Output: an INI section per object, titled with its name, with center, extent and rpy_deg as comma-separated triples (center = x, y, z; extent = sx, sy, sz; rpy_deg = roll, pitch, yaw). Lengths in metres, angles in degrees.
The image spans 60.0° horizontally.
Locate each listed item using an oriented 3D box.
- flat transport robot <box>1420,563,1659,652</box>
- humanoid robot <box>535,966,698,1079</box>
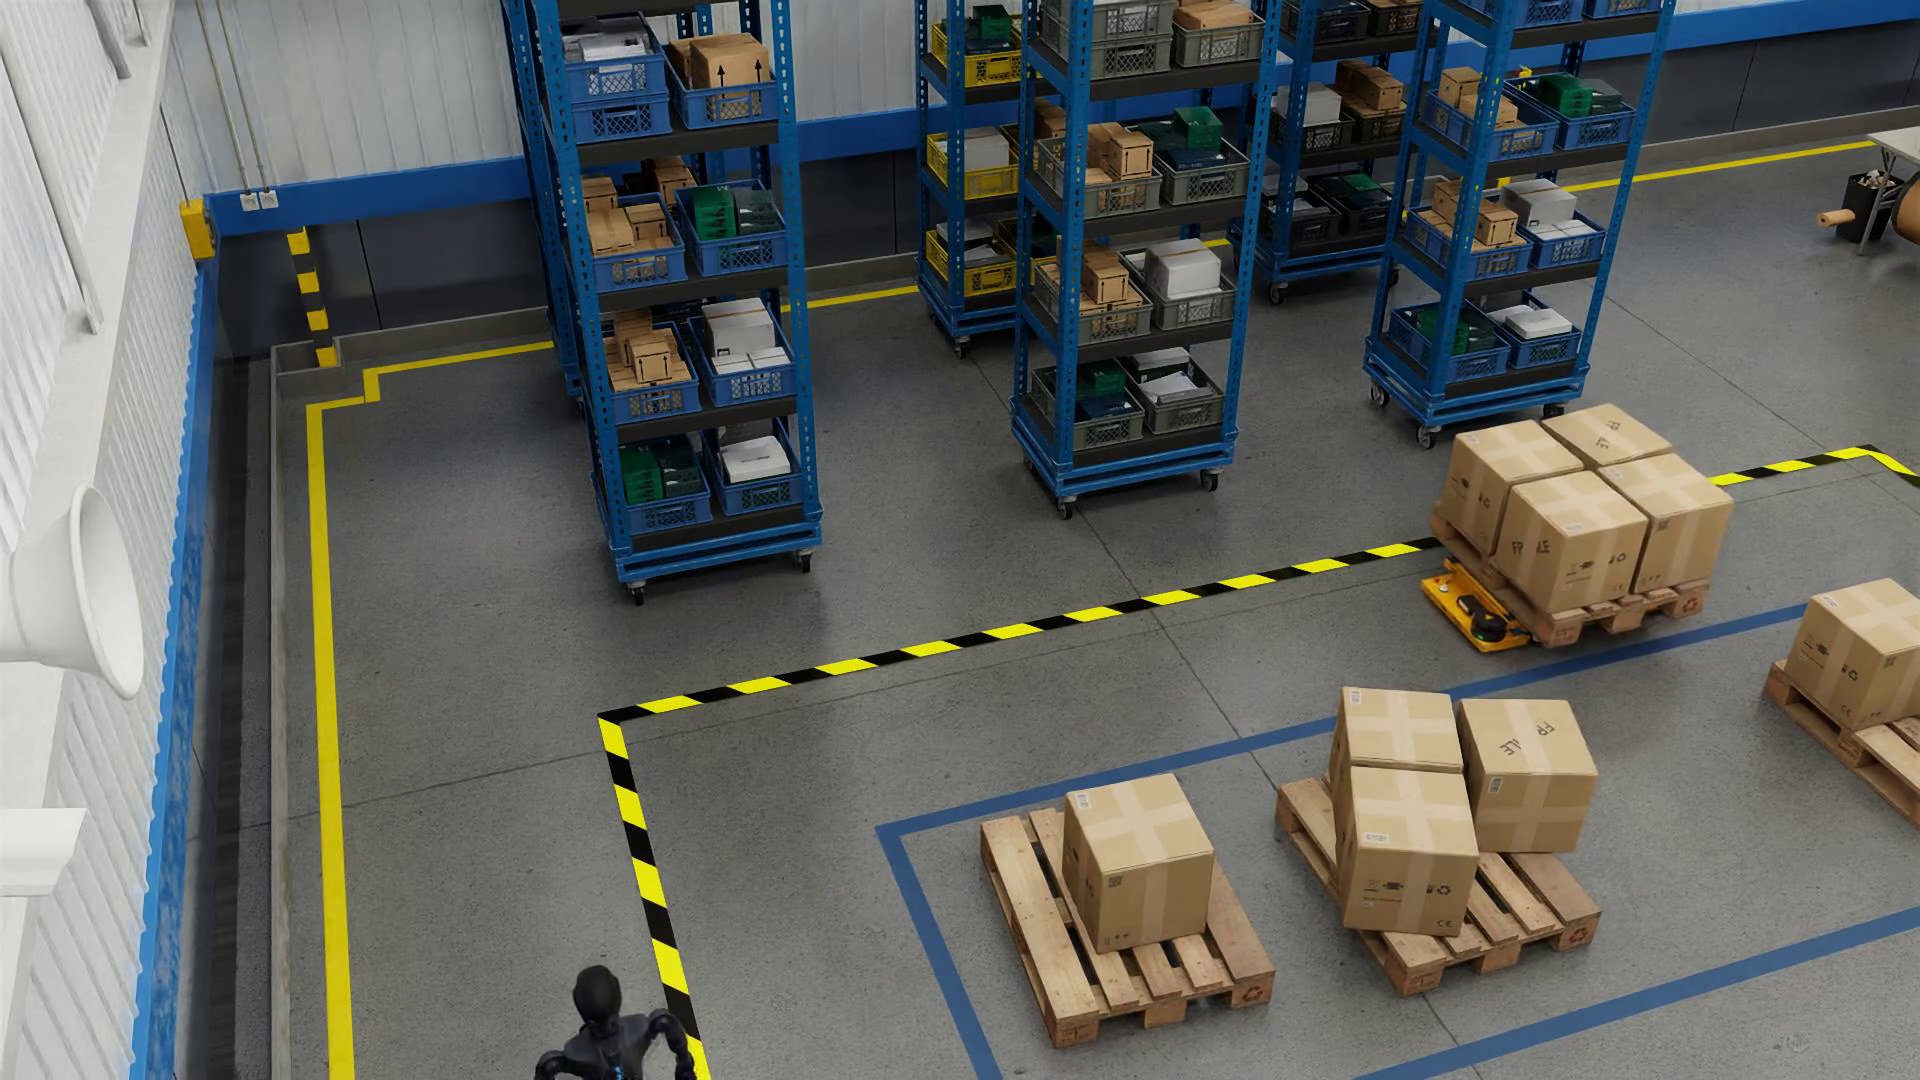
[flat transport robot]
center = 3.482, 0.254, 9.672
extent = 1.431, 0.197, 0.652
rpy_deg = -11, 37, -15
[humanoid robot]
center = -1.167, 2.099, 5.857
extent = 0.588, 1.644, 0.374
rpy_deg = -17, 39, -22
